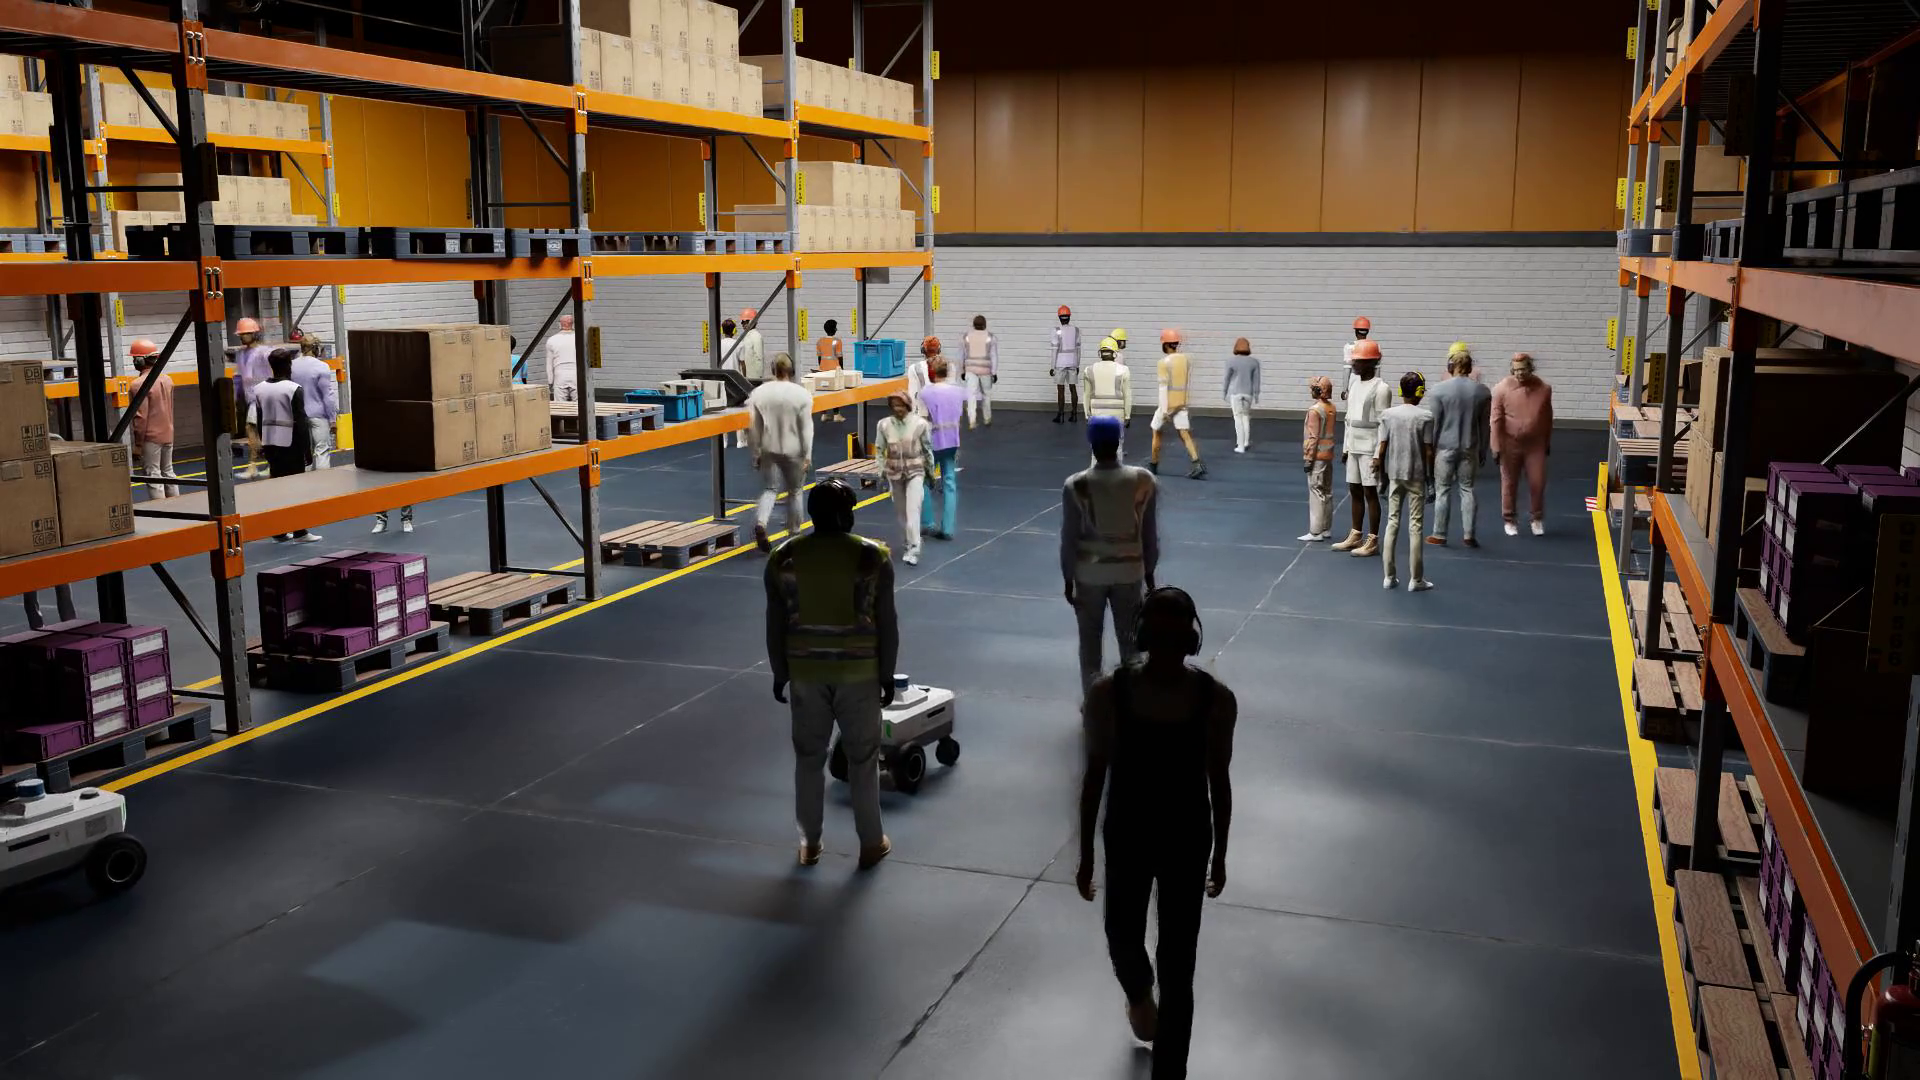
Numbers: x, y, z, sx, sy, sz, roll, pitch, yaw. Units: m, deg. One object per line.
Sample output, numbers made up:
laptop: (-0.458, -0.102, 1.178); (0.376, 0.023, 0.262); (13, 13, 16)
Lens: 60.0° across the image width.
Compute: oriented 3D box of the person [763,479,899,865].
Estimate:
person: (-0.594, 0.629, 7.849); (0.624, 1.841, 0.430); (1, 10, 6)

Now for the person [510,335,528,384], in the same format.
person: (-6.201, -1.984, 22.963); (0.319, 1.697, 0.532); (9, 14, 42)

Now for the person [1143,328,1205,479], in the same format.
person: (2.702, -1.713, 20.901); (0.546, 1.898, 0.980); (-7, 12, -34)

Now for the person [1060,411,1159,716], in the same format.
person: (0.913, 0.189, 10.080); (0.620, 1.925, 0.660); (-1, 10, -7)

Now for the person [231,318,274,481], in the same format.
person: (-8.889, -1.752, 20.753); (0.614, 2.009, 0.829); (8, 13, 38)

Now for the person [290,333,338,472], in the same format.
person: (-7.317, -1.375, 18.855); (0.632, 1.940, 0.372); (4, 11, 23)

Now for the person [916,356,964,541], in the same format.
person: (-0.256, -0.913, 16.545); (0.605, 1.824, 0.606); (-8, 13, -37)

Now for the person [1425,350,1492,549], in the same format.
person: (4.793, -0.869, 16.083); (0.644, 1.920, 0.453); (-2, 10, -9)

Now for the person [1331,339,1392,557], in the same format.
person: (3.784, -0.861, 15.663); (0.373, 2.043, 0.615); (-4, 11, -20)

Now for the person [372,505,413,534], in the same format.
person: (-5.788, -0.928, 16.907); (0.484, 1.737, 0.305); (-2, 10, -9)

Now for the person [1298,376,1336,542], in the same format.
person: (3.552, -0.801, 16.458); (0.306, 1.639, 0.523); (7, 12, 33)

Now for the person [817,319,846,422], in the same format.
person: (-2.135, -2.798, 27.548); (0.535, 1.697, 0.318); (7, 12, 33)

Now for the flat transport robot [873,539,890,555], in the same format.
flat transport robot: (-1.057, 0.177, 14.804); (0.652, 0.197, 1.431); (1, 10, 7)

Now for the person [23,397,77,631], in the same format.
person: (-6.773, -0.171, 12.283); (0.517, 1.865, 0.327); (0, 10, -2)

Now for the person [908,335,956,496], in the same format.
person: (-0.326, -1.426, 19.297); (0.574, 1.883, 0.360); (-3, 10, -16)

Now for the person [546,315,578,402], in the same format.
person: (-5.764, -2.362, 24.540); (0.647, 1.898, 0.398); (-2, 10, -12)

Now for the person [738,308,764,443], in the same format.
person: (-3.084, -2.431, 24.639); (0.377, 1.995, 0.608); (-4, 11, -22)

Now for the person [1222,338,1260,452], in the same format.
person: (3.978, -2.061, 23.645); (0.500, 1.610, 0.577); (-2, 10, -10)

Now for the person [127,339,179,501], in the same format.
person: (-8.085, -1.012, 16.650); (0.382, 1.994, 0.613); (1, 10, 4)

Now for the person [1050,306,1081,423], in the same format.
person: (1.727, -2.889, 27.405); (0.542, 1.930, 0.374); (-4, 11, -21)

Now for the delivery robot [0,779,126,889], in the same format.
delivery robot: (-4.105, 1.306, 7.384); (0.477, 0.478, 0.707); (6, 12, 31)

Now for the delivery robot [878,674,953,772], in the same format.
delivery robot: (-0.335, 0.986, 9.187); (0.477, 0.478, 0.707); (6, 12, 30)

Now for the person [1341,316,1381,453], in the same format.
person: (5.556, -2.135, 23.136); (0.551, 1.935, 0.372); (-2, 10, -11)

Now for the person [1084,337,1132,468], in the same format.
person: (1.780, -1.513, 19.955); (0.586, 1.823, 0.403); (3, 11, 18)

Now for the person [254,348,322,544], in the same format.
person: (-6.617, -0.912, 16.298); (0.593, 1.921, 0.391); (4, 11, 20)

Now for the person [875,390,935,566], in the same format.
person: (-0.516, -0.554, 15.160); (0.517, 1.603, 0.828); (2, 10, 12)

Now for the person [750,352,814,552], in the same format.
person: (-1.707, -0.823, 15.832); (0.631, 1.918, 0.809); (2, 10, 14)

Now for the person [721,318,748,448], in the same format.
person: (-3.330, -2.259, 24.022); (0.513, 1.872, 0.331); (0, 10, 1)

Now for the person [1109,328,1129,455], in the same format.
person: (2.192, -2.070, 23.255); (0.329, 1.765, 0.533); (-4, 11, -20)

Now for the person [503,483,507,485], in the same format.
person: (-5.765, -1.612, 20.128); (0.375, 1.959, 0.603); (8, 13, 38)

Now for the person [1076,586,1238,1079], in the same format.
person: (0.669, 1.028, 5.669); (0.518, 1.821, 0.852); (2, 10, 9)

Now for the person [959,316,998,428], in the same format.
person: (0.302, -2.721, 26.847); (0.649, 1.791, 0.952); (2, 10, 10)

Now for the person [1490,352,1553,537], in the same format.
person: (5.617, -0.952, 16.698); (0.681, 1.866, 0.522); (0, 10, 0)

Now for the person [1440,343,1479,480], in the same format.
person: (6.064, -1.550, 20.460); (0.925, 1.719, 0.534); (-7, 12, -35)

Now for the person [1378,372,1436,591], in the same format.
person: (3.801, -0.497, 14.121); (0.517, 1.865, 0.329); (8, 13, 37)
